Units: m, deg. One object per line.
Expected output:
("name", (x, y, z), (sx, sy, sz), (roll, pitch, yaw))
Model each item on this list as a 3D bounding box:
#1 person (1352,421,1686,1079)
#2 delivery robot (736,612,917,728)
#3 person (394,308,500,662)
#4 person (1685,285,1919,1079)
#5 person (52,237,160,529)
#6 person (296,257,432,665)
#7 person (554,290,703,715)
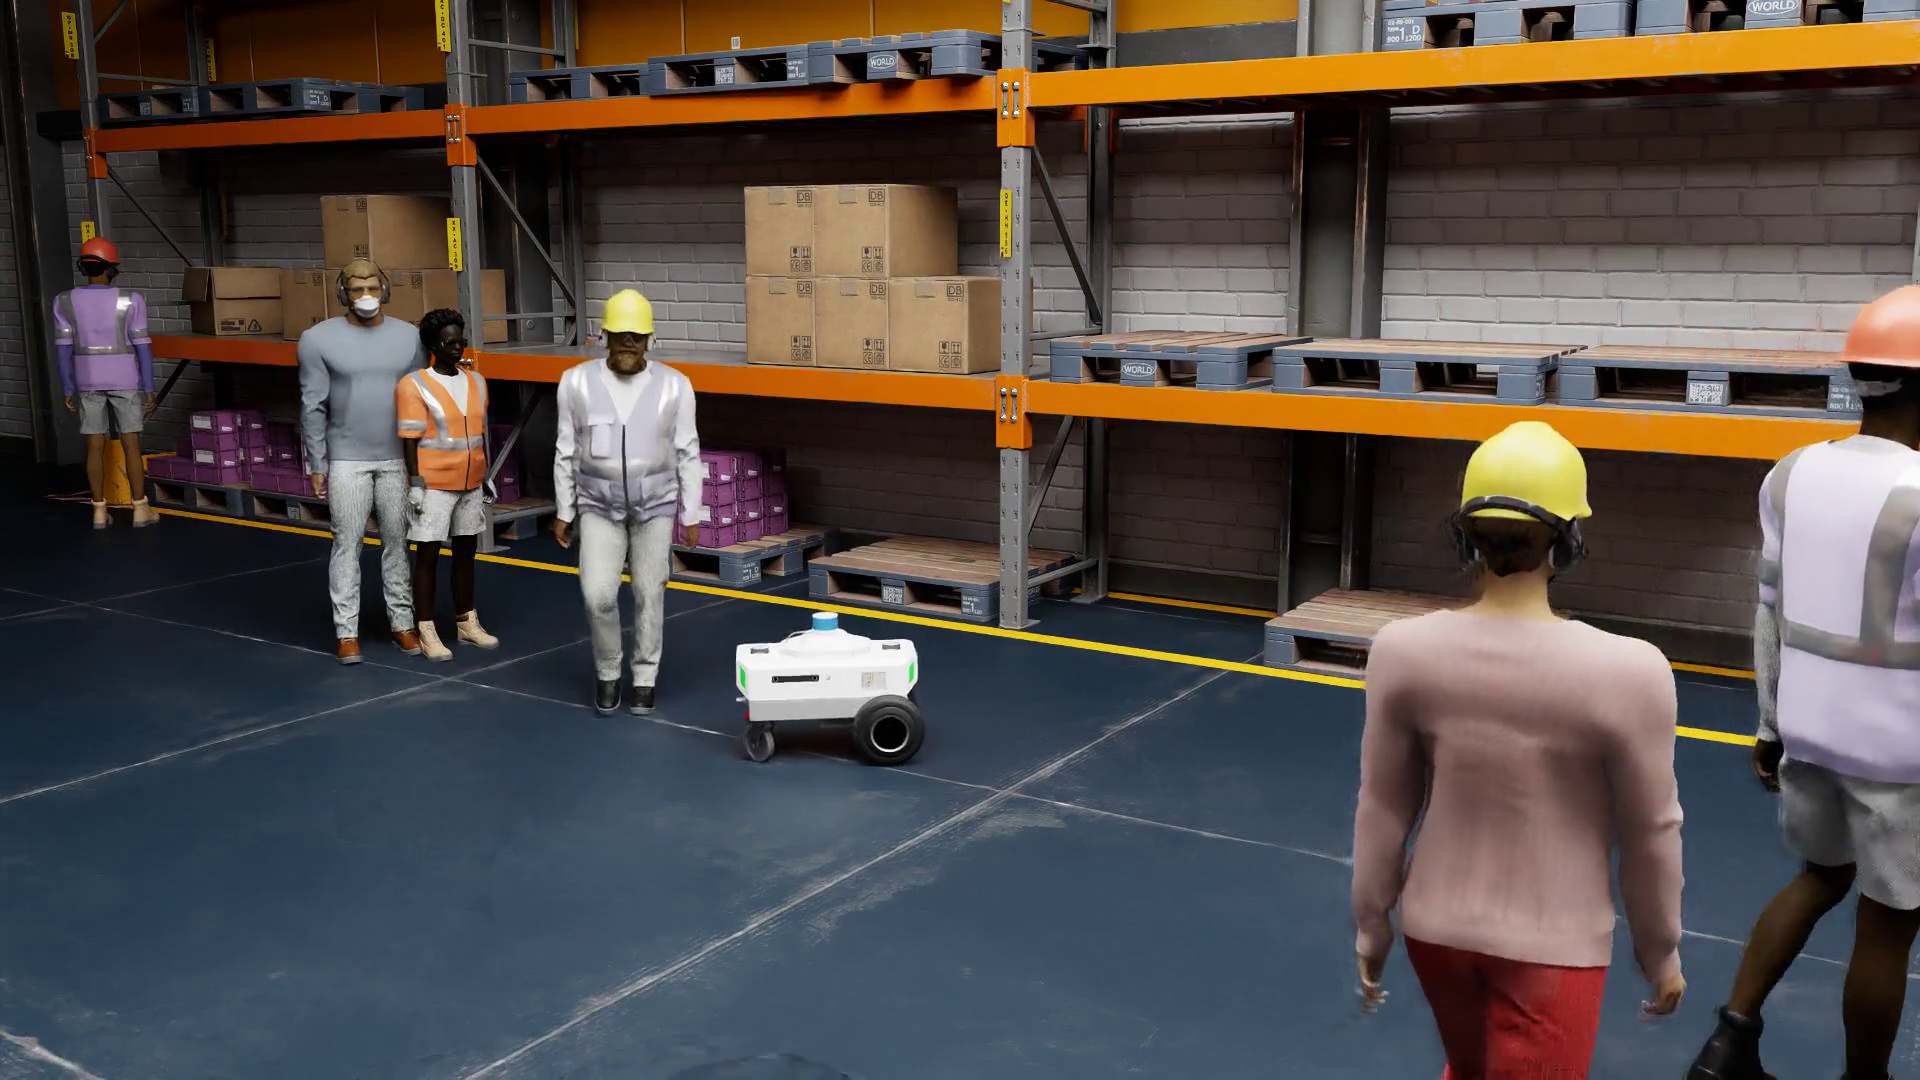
("person", (0.893, 0.666, 2.800), (0.524, 1.729, 0.866), (10, 14, 43))
("delivery robot", (-0.531, 0.529, 6.556), (0.707, 0.478, 0.477), (-1, 10, -7))
("person", (-2.485, -0.273, 8.094), (0.321, 1.697, 0.529), (7, 12, 33))
("person", (1.971, 0.422, 3.594), (0.450, 1.932, 0.563), (-2, 11, -13))
("person", (-6.002, -1.101, 11.723), (0.611, 2.042, 0.395), (-2, 10, -12))
("person", (-2.831, -0.380, 8.020), (0.629, 1.939, 0.372), (-7, 12, -32))
("person", (-1.395, -0.139, 7.018), (0.628, 1.813, 0.443), (-2, 10, -10))
